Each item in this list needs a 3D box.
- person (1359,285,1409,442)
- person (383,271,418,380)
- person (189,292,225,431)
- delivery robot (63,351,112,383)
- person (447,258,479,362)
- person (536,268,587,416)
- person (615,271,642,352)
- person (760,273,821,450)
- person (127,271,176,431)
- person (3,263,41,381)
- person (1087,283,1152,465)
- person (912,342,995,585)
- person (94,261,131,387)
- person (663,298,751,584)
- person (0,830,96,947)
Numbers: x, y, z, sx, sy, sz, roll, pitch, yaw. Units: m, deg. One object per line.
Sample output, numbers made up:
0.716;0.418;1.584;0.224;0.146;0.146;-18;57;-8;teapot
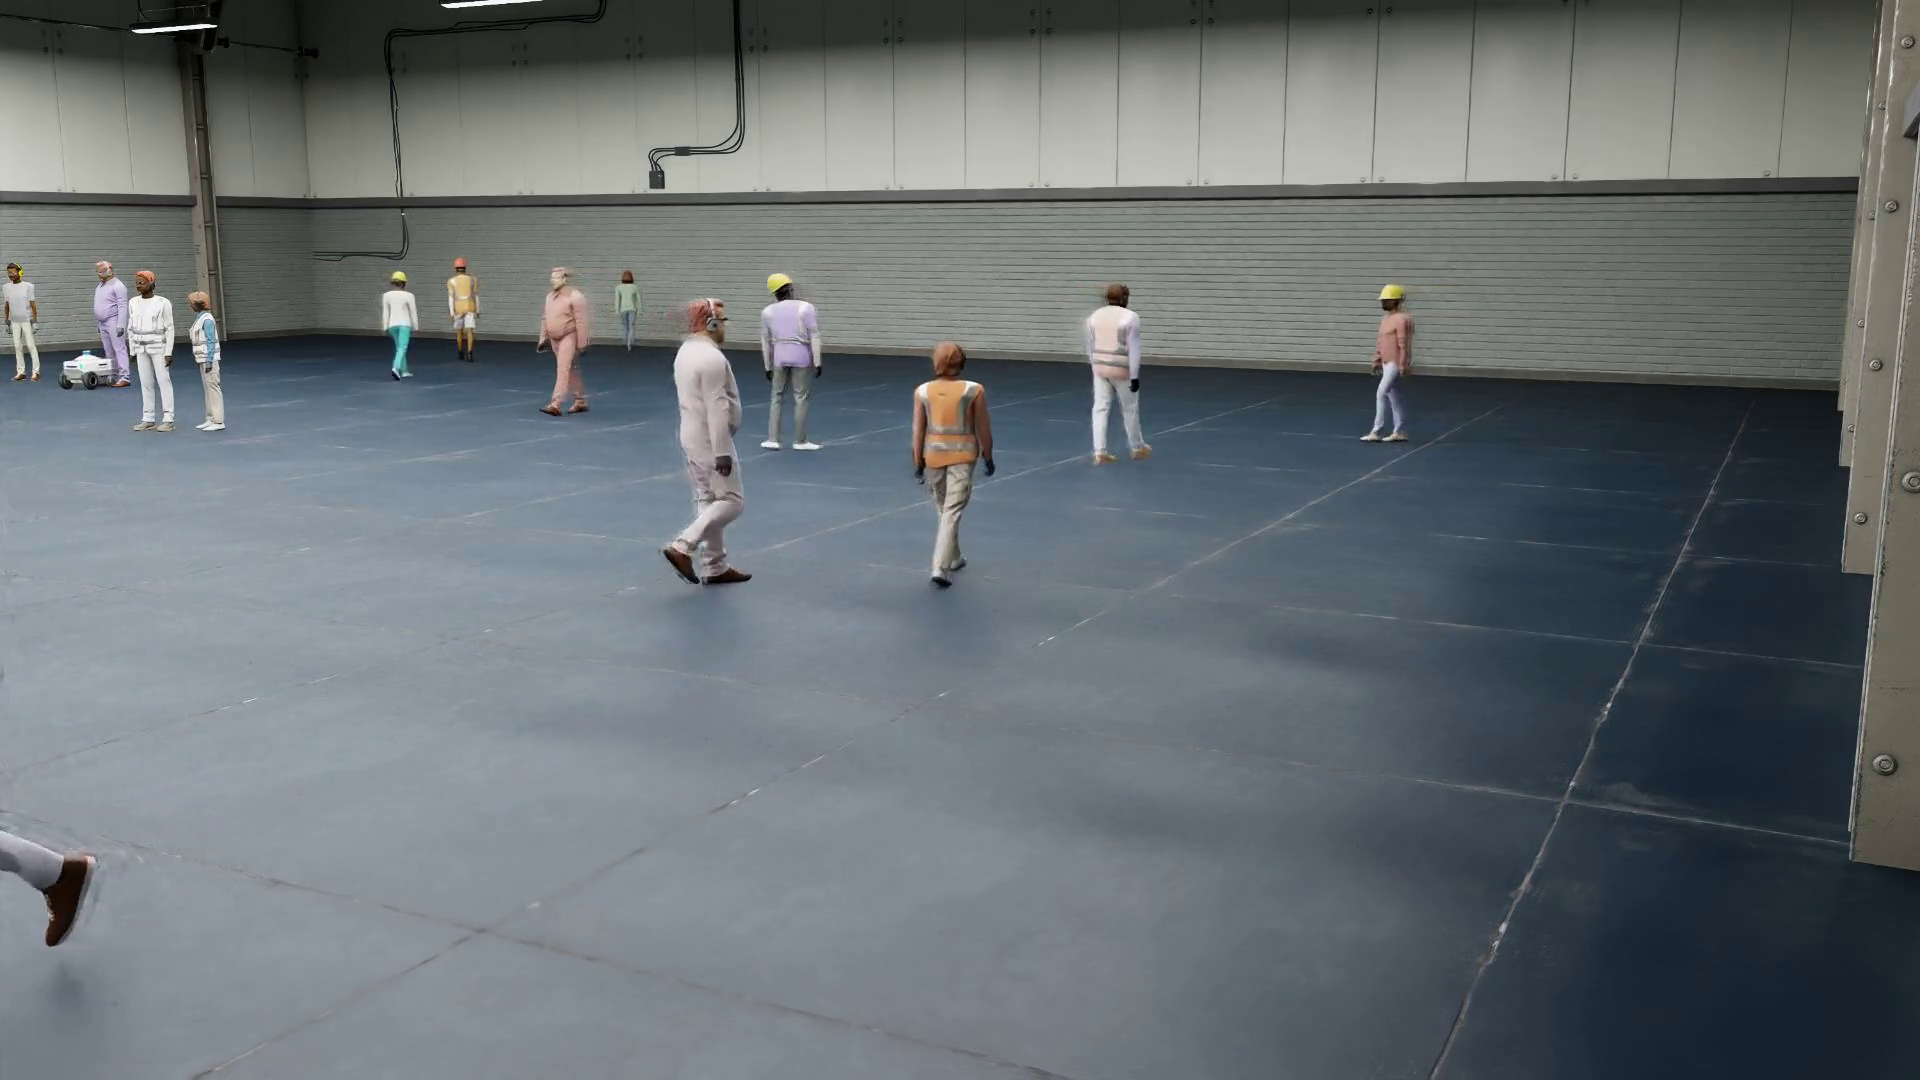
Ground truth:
4.663;-1.939;18.399;0.710;1.741;0.548;-2;11;-8;person
-8.969;-3.424;26.575;0.535;1.736;0.849;2;11;10;person
-8.888;-2.106;19.623;0.310;1.639;0.513;-7;13;-34;person
-13.139;-2.606;25.051;0.477;0.478;0.707;2;11;10;delivery robot
-9.076;-4.207;30.449;0.552;1.884;1.022;-3;11;-18;person
-5.133;-2.521;21.245;0.639;1.867;0.962;8;13;39;person
-6.583;-4.547;33.041;0.511;1.601;0.801;-1;10;-4;person
-1.831;-1.884;17.753;0.695;1.886;0.378;2;11;10;person
-9.504;-2.212;19.539;0.576;1.882;0.355;2;11;11;person
-14.879;-3.450;26.355;0.511;1.863;0.313;0;10;-2;person
1.640;-1.686;16.861;0.660;1.807;0.872;8;13;37;person
-0.065;-0.517;11.092;0.514;1.595;0.869;5;11;23;person
-12.903;-3.269;25.253;0.638;1.902;0.407;7;12;33;person
-1.650;-0.620;10.815;0.535;1.893;0.669;-5;12;-25;person
-3.153;0.461;5.091;0.731;1.839;0.553;-6;12;-30;person
